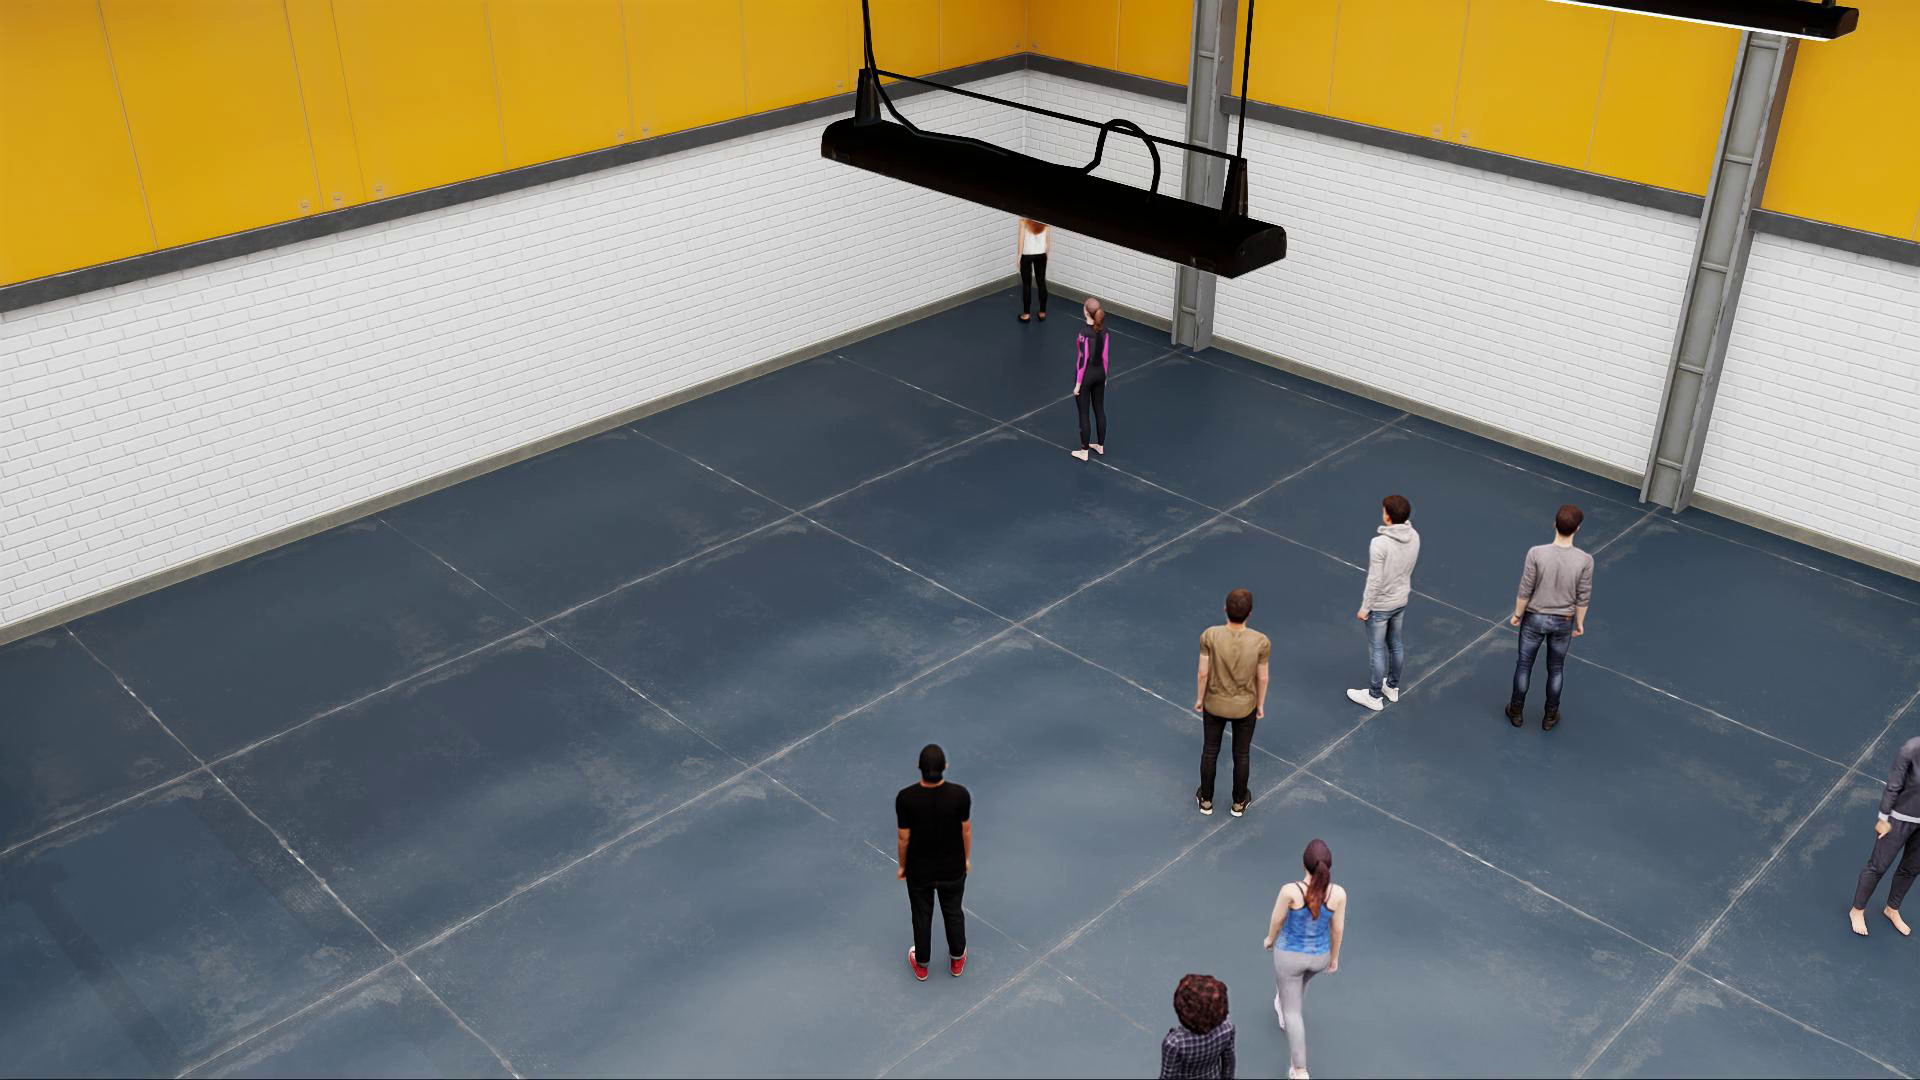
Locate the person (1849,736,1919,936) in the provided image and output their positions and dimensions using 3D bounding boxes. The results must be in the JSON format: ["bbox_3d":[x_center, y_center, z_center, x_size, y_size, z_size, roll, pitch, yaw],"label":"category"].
[{"bbox_3d":[6.224,1.810,10.869,0.686,1.768,0.740,-1,29,-1],"label":"person"}]

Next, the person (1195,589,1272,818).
[{"bbox_3d":[1.942,1.170,11.954,0.702,1.852,0.807,5,29,10],"label":"person"}]

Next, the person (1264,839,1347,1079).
[{"bbox_3d":[2.024,2.504,9.797,0.972,1.576,1.100,-3,29,-5],"label":"person"}]

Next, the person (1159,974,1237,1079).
[{"bbox_3d":[1.230,2.971,8.809,0.697,1.702,0.677,-11,30,-19],"label":"person"}]

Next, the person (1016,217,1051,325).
[{"bbox_3d":[0.925,-3.549,20.742,0.656,1.722,0.650,-8,30,-15],"label":"person"}]

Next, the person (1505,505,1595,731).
[{"bbox_3d":[4.573,0.612,12.923,0.701,1.903,0.839,7,29,13],"label":"person"}]

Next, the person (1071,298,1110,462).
[{"bbox_3d":[1.353,-1.678,17.283,0.596,1.750,0.571,-19,34,-31],"label":"person"}]

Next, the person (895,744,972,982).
[{"bbox_3d":[-0.157,2.031,10.474,0.722,1.758,0.765,-3,29,-5],"label":"person"}]

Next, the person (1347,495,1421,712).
[{"bbox_3d":[3.390,0.490,13.201,0.697,1.851,0.600,-21,35,-33],"label":"person"}]
